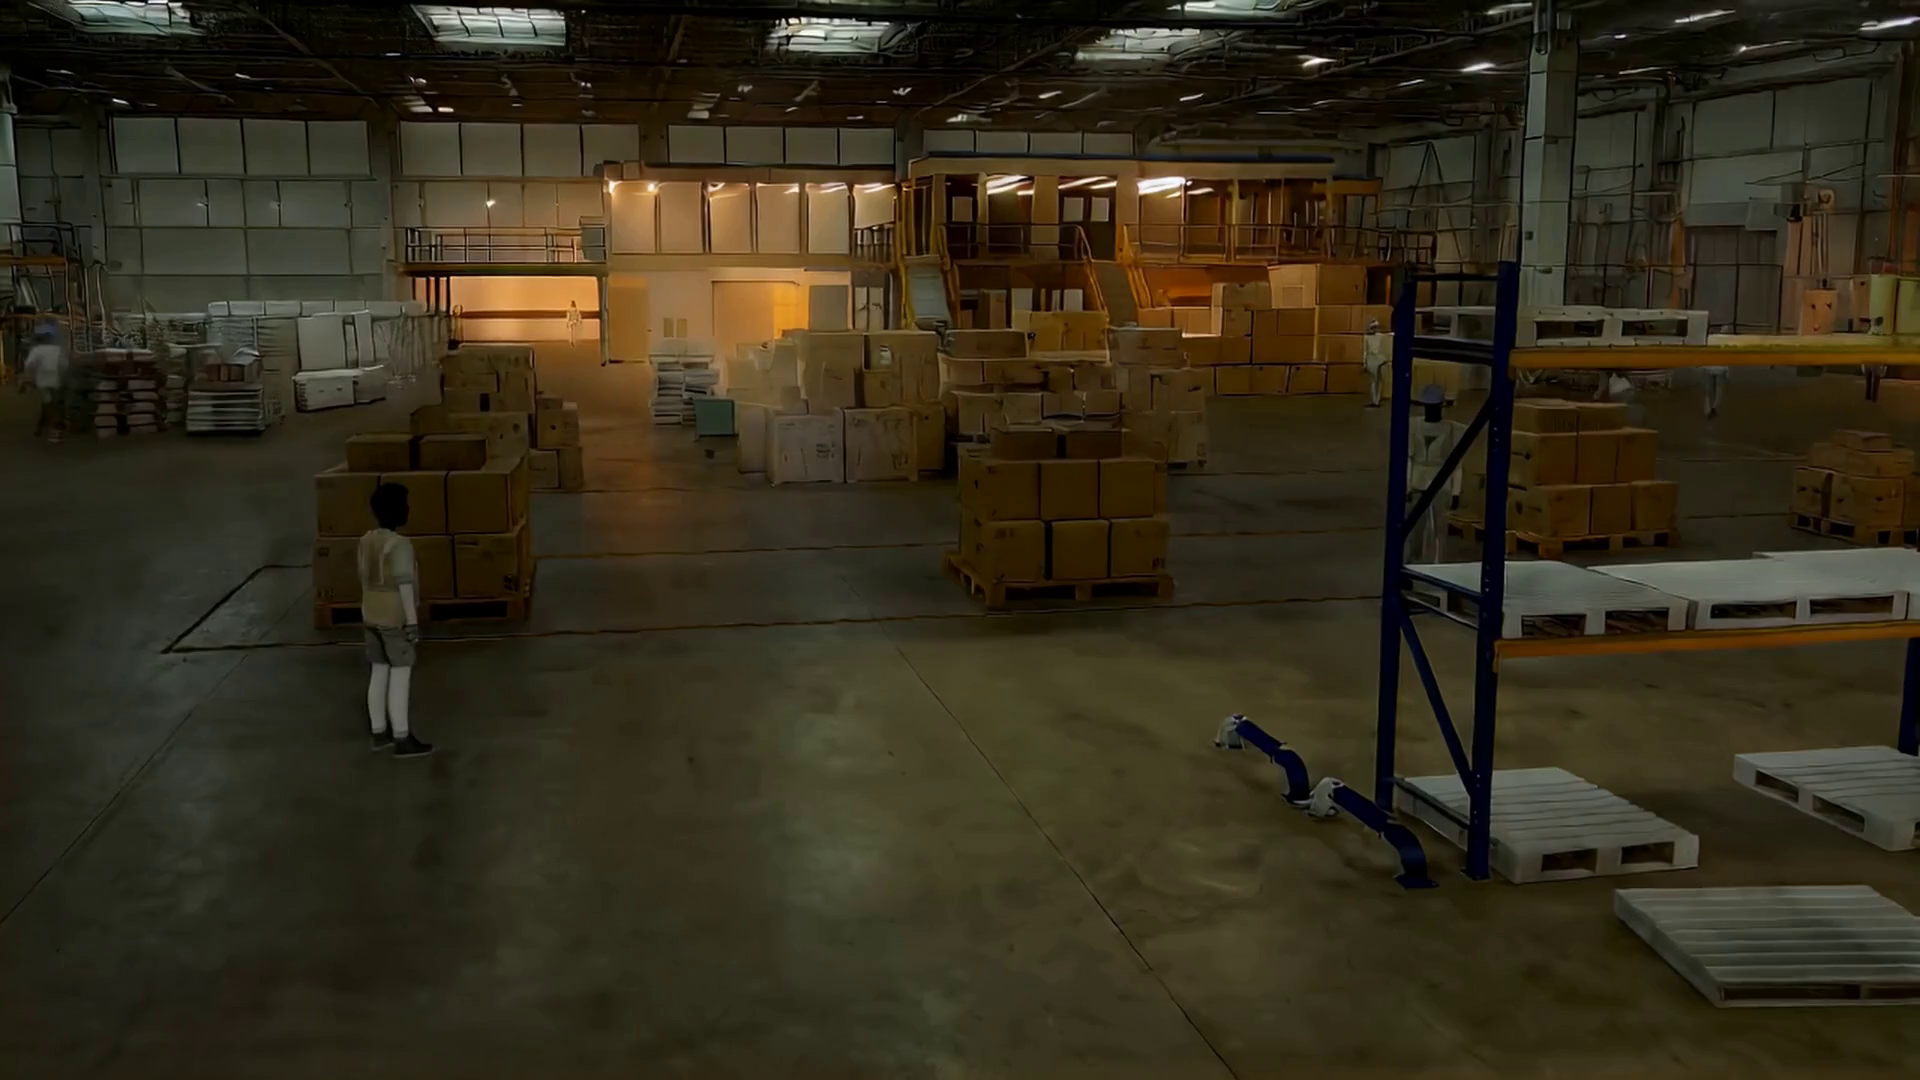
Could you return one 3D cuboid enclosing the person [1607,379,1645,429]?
[{"bbox_3d":[7.585,-0.998,19.196,0.543,1.717,0.870,-4,10,-22],"label":"person"}]

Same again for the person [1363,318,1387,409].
[{"bbox_3d":[8.836,-3.760,35.442,0.589,1.927,0.387,-8,12,-39],"label":"person"}]

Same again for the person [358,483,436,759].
[{"bbox_3d":[-3.494,0.489,10.231,0.537,1.699,0.321,9,13,42],"label":"person"}]

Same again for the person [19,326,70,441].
[{"bbox_3d":[-15.922,-2.708,28.827,1.013,1.978,0.759,5,11,28],"label":"person"}]

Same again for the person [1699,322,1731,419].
[{"bbox_3d":[14.954,-3.353,32.951,0.610,1.935,0.436,7,12,37],"label":"person"}]

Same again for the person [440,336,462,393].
[{"bbox_3d":[-8.419,-2.491,27.910,0.541,1.864,0.403,-7,11,-36],"label":"person"}]

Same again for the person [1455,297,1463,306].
[{"bbox_3d":[17.946,-7.755,59.735,0.637,1.933,0.941,3,10,16],"label":"person"}]

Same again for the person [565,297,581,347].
[{"bbox_3d":[-14.639,-8.249,62.932,0.584,1.882,0.346,-2,10,-15],"label":"person"}]

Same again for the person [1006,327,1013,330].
[{"bbox_3d":[0.964,-2.841,29.786,0.987,1.963,0.603,-7,12,-37],"label":"person"}]

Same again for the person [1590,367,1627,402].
[{"bbox_3d":[13.265,-3.475,33.828,0.633,1.899,1.007,-7,11,-35],"label":"person"}]

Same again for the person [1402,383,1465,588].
[{"bbox_3d":[4.424,-0.511,15.632,0.584,1.928,0.374,7,12,36],"label":"person"}]

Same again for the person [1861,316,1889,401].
[{"bbox_3d":[20.652,-4.086,37.503,0.562,1.898,0.906,6,11,33],"label":"person"}]
